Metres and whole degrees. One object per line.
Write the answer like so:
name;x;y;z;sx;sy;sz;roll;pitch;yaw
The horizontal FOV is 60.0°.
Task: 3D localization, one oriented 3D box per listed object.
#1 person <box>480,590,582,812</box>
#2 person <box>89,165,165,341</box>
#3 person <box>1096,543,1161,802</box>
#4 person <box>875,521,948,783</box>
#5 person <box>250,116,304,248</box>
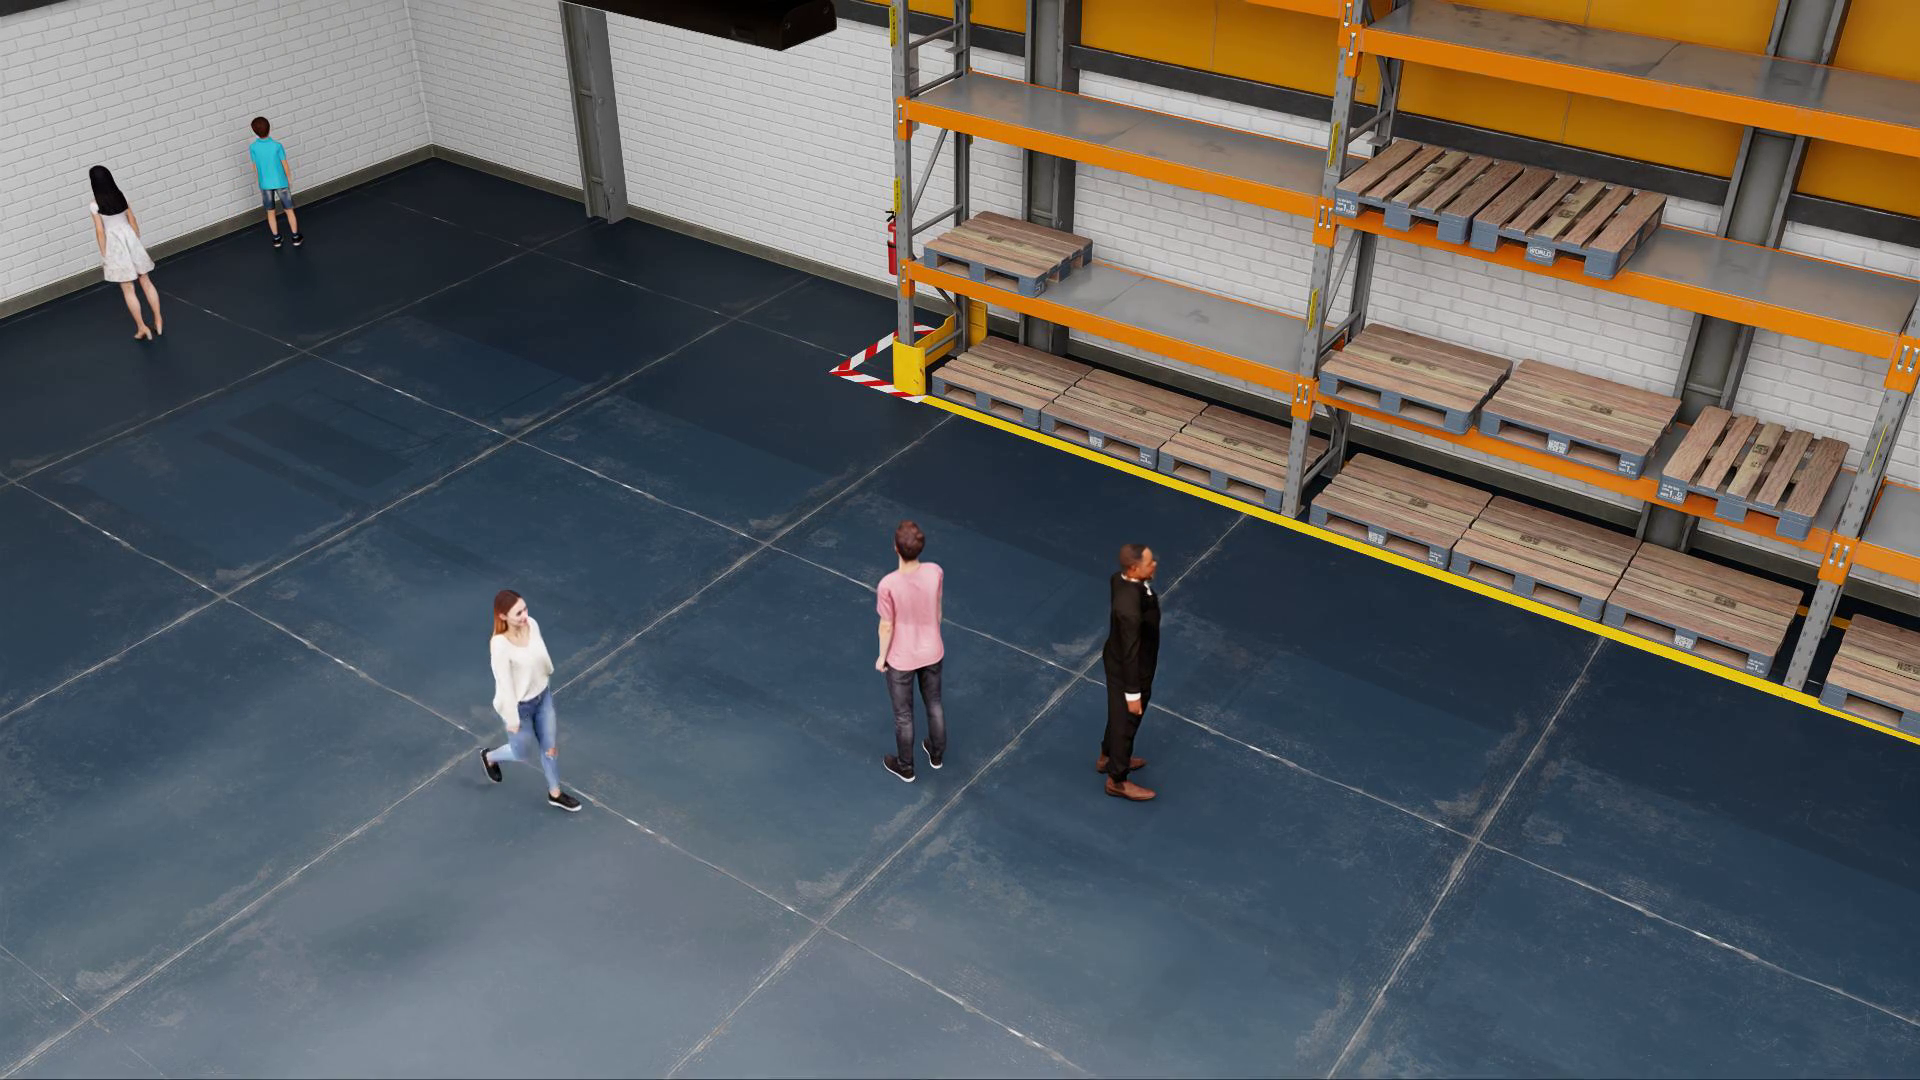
person;-2.827;1.031;10.586;0.977;1.675;0.699;16;37;22
person;-8.184;-2.808;16.273;0.620;1.773;0.638;22;40;30
person;1.077;0.825;10.689;0.821;1.904;0.793;-1;34;-1
person;-0.299;0.730;10.782;0.710;1.958;0.698;-17;37;-24
person;-7.548;-3.942;18.273;0.592;1.448;0.645;-7;34;-11
